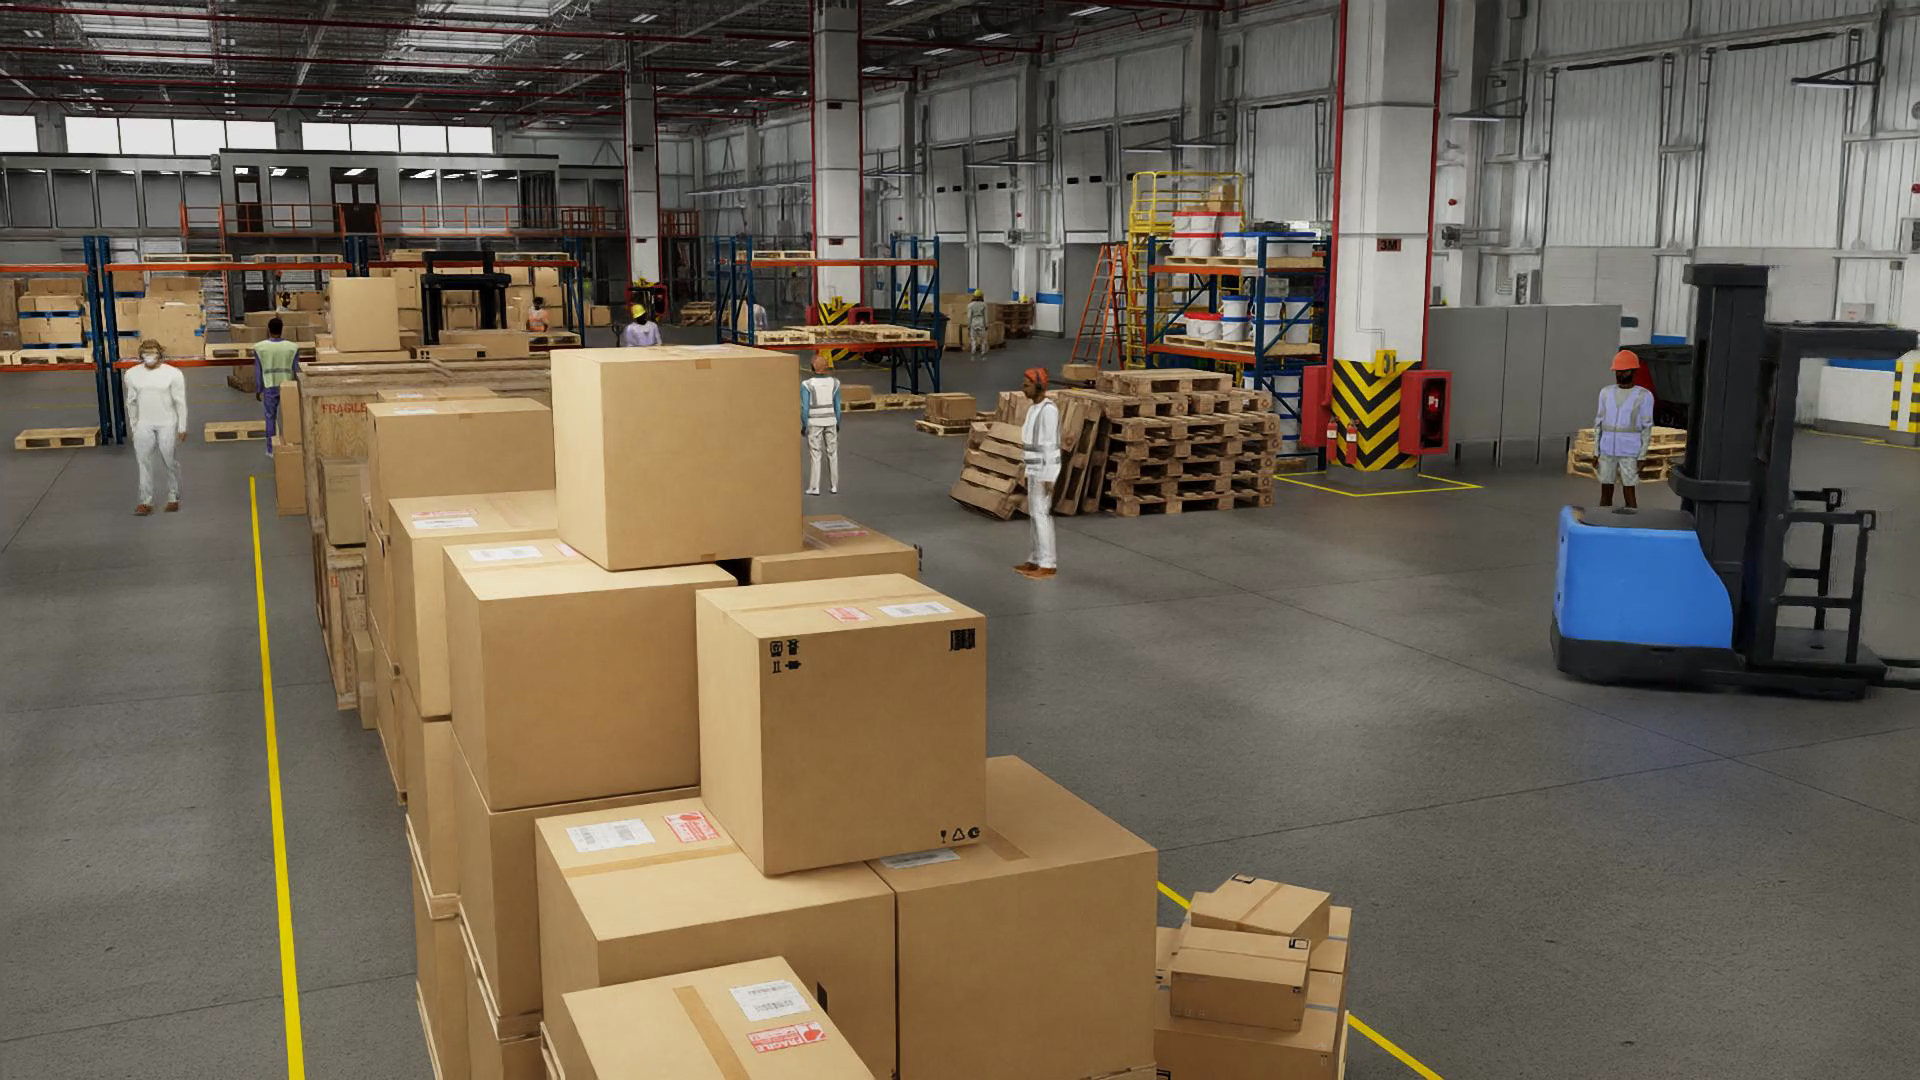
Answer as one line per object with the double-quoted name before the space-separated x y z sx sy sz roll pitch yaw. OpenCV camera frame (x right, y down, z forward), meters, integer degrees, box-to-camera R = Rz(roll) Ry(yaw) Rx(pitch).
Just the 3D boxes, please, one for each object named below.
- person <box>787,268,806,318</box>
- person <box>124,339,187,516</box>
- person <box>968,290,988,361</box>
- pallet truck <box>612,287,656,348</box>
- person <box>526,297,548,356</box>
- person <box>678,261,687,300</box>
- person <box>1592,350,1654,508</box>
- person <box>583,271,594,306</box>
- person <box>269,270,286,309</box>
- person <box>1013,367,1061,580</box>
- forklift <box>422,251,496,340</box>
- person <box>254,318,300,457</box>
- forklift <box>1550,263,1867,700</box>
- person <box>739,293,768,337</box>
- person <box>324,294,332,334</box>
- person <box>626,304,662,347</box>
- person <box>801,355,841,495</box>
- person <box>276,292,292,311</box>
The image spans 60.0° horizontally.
"person" -6.158 -9.340 62.970 0.984 1.883 0.598 8 13 36
"person" -8.716 -1.201 17.986 0.647 1.904 0.860 -1 10 -8
"person" 0.435 -5.288 40.967 0.488 1.743 0.319 0 10 2
"pallet truck" -6.464 -4.406 35.401 0.823 1.965 1.885 6 12 32
"person" -9.712 -4.748 38.170 0.554 1.683 0.372 2 11 12
"person" -13.587 -12.716 81.290 0.499 1.964 0.712 3 11 17
"person" 6.343 -0.853 15.986 0.354 1.939 0.545 -10 14 -44
"person" -13.708 -9.022 61.416 0.629 1.806 0.869 6 12 31
"person" -23.019 -8.149 56.211 0.374 1.935 0.545 9 14 42
"person" 0.695 -0.588 14.716 0.372 1.882 0.586 -3 11 -15
"forklift" -6.808 -2.563 22.810 1.129 2.768 1.873 -4 11 -23
"person" -9.381 -2.089 22.909 0.599 1.909 0.393 -5 11 -26
"forklift" 5.089 -0.465 11.248 1.873 2.768 1.129 3 11 16
"person" -4.495 -4.435 36.040 0.636 1.823 0.578 2 10 10
"person" -12.239 -3.877 32.707 0.660 1.913 0.477 7 12 33
"person" -5.523 -3.170 28.940 0.632 1.877 0.863 -8 13 -38
"person" -1.623 -1.338 19.484 0.513 1.641 0.307 -6 12 -30
"person" -14.445 -4.387 35.698 0.329 1.861 0.504 1 10 8
